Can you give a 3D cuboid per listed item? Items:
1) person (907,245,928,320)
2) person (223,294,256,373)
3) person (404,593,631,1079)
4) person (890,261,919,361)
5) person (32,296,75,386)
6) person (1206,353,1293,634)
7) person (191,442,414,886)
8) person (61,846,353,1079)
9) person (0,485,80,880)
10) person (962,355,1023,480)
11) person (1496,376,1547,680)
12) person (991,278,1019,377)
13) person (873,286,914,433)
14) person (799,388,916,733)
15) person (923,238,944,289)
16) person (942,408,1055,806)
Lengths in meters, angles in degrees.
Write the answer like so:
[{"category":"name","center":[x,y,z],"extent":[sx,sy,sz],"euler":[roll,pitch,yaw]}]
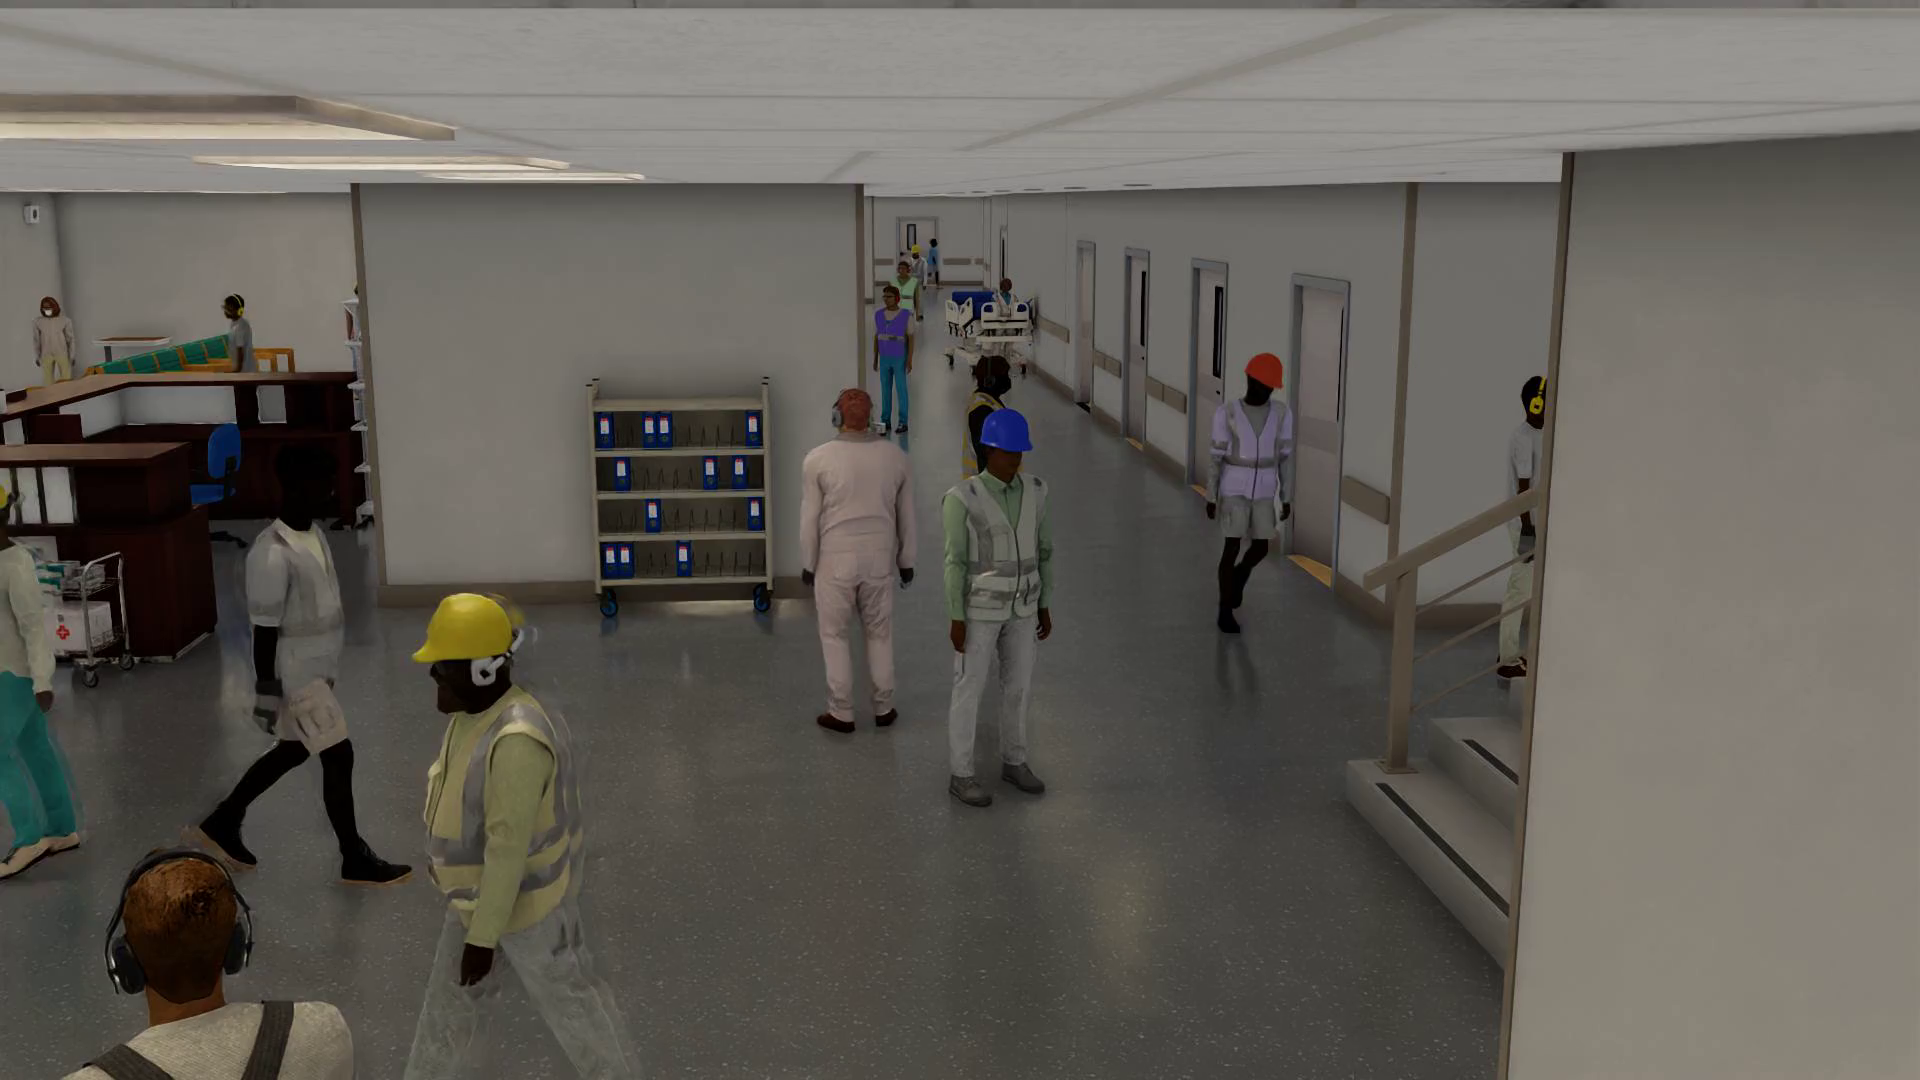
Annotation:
[{"category":"person","center":[-1.079,-6.295,40.669],"extent":[0.590,1.824,0.403],"euler":[5,13,25]},{"category":"person","center":[-8.381,-1.951,19.430],"extent":[0.336,1.834,0.631],"euler":[-4,12,-21]},{"category":"person","center":[-1.392,1.037,4.931],"extent":[0.927,1.786,0.602],"euler":[-7,14,-32]},{"category":"person","center":[-0.999,-4.175,30.300],"extent":[0.568,1.826,0.729],"euler":[4,12,17]},{"category":"person","center":[-12.178,-2.460,22.386],"extent":[0.502,1.632,0.287],"euler":[-3,12,-14]},{"category":"person","center":[1.956,-0.351,11.399],"extent":[0.580,1.909,0.653],"euler":[-1,12,-5]},{"category":"person","center":[-2.879,0.533,7.072],"extent":[0.957,1.923,0.620],"euler":[-1,12,-3]},{"category":"person","center":[-1.291,1.415,2.919],"extent":[0.513,1.845,0.335],"euler":[-10,16,-42]},{"category":"person","center":[-4.151,0.591,7.201],"extent":[0.565,1.749,0.529],"euler":[-11,16,-42]},{"category":"person","center":[0.229,-0.378,11.706],"extent":[0.429,1.844,0.624],"euler":[0,12,2]},{"category":"person","center":[3.472,-0.067,10.128],"extent":[0.329,1.865,0.507],"euler":[4,12,19]},{"category":"person","center":[0.734,-3.498,27.446],"extent":[0.512,1.638,0.312],"euler":[-5,13,-24]},{"category":"person","center":[-0.839,-2.285,21.006],"extent":[0.570,1.845,0.380],"euler":[6,13,29]},{"category":"person","center":[-0.573,0.112,9.207],"extent":[0.662,1.902,0.408],"euler":[-6,13,-26]},{"category":"person","center":[-0.957,-9.037,54.417],"extent":[0.800,1.672,0.530],"euler":[1,12,6]},{"category":"person","center":[0.192,0.323,8.050],"extent":[0.602,1.938,0.419],"euler":[-7,14,-32]}]
